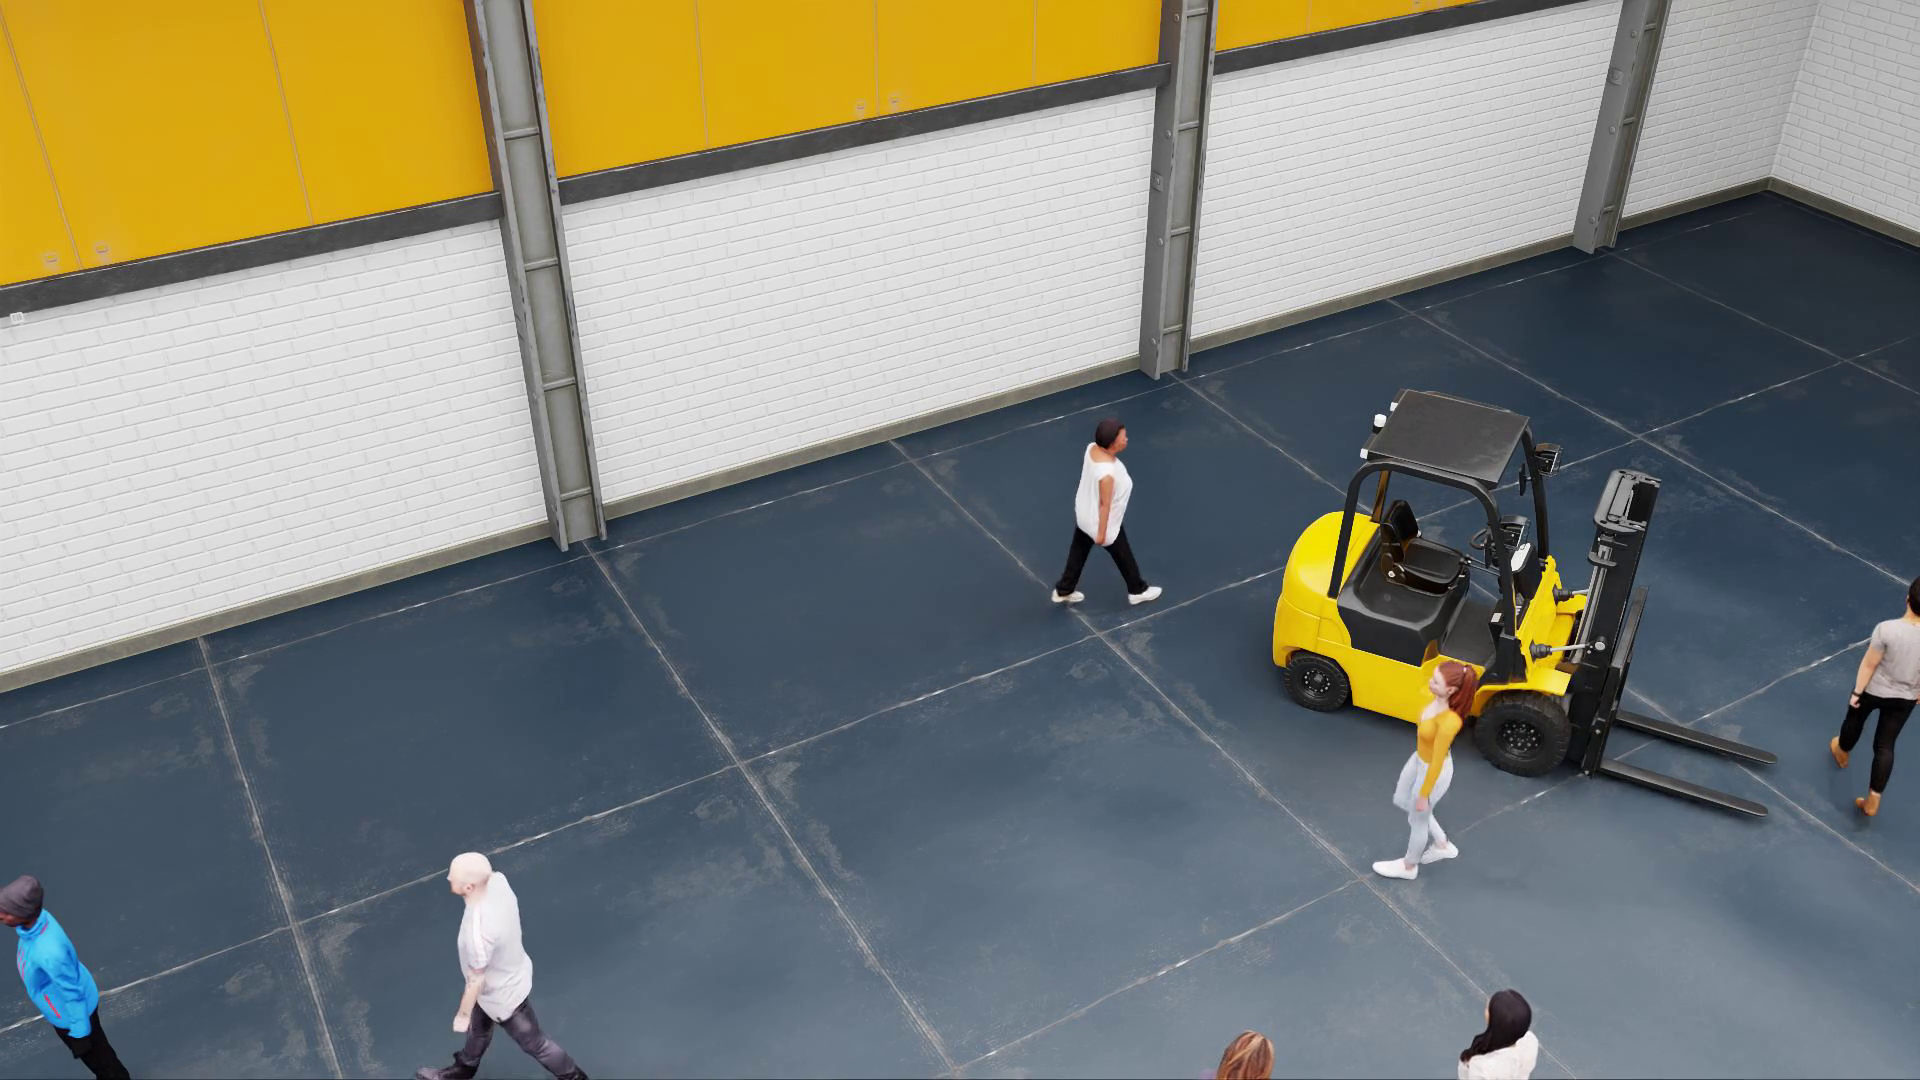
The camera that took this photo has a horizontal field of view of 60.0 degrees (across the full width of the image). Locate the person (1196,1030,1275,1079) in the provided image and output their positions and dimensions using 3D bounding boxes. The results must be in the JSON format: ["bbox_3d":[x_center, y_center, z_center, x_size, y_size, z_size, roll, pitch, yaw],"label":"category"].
[{"bbox_3d":[1.273,2.970,7.853,0.669,1.725,0.660,24,41,32],"label":"person"}]

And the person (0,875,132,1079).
[{"bbox_3d":[-4.603,2.410,8.635,0.603,1.792,0.655,-25,41,-33],"label":"person"}]

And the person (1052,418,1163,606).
[{"bbox_3d":[1.019,-0.172,12.646,1.166,1.651,0.870,-7,34,-11],"label":"person"}]

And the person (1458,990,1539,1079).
[{"bbox_3d":[2.525,2.824,8.050,0.464,1.750,0.664,-20,39,-28],"label":"person"}]

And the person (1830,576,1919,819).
[{"bbox_3d":[6.039,1.038,10.796,1.077,1.686,1.161,10,35,15],"label":"person"}]

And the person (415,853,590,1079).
[{"bbox_3d":[-2.310,2.354,8.724,1.290,1.785,1.004,-4,34,-6],"label":"person"}]

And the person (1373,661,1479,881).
[{"bbox_3d":[2.952,1.430,10.153,0.878,1.744,0.808,5,34,8],"label":"person"}]
